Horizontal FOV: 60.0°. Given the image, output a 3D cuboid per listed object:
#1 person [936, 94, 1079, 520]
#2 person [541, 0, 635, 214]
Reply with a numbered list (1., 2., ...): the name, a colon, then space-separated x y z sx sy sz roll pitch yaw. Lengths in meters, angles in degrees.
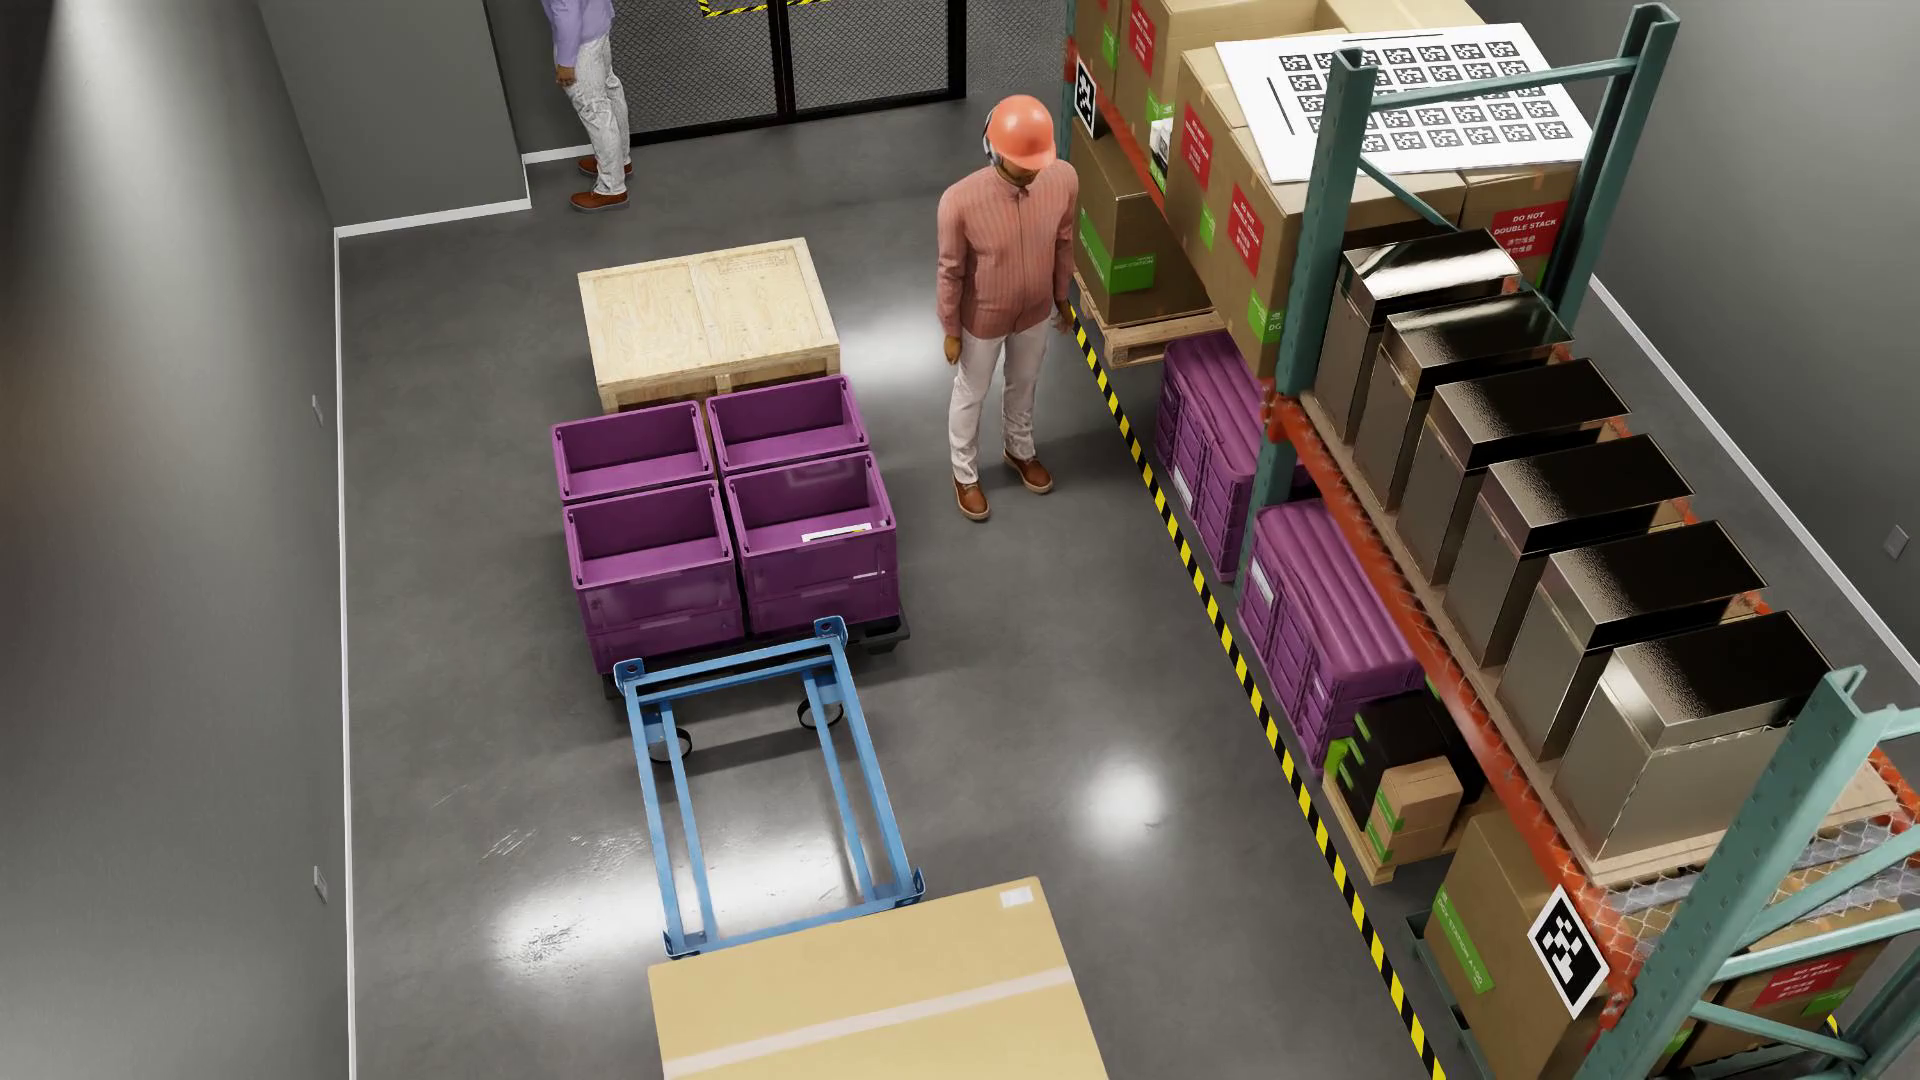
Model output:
1. person: 0.200 -0.921 6.696 0.612 1.992 0.401 -21 51 -18
2. person: -1.887 -2.518 8.200 0.368 1.939 0.633 1 47 1
